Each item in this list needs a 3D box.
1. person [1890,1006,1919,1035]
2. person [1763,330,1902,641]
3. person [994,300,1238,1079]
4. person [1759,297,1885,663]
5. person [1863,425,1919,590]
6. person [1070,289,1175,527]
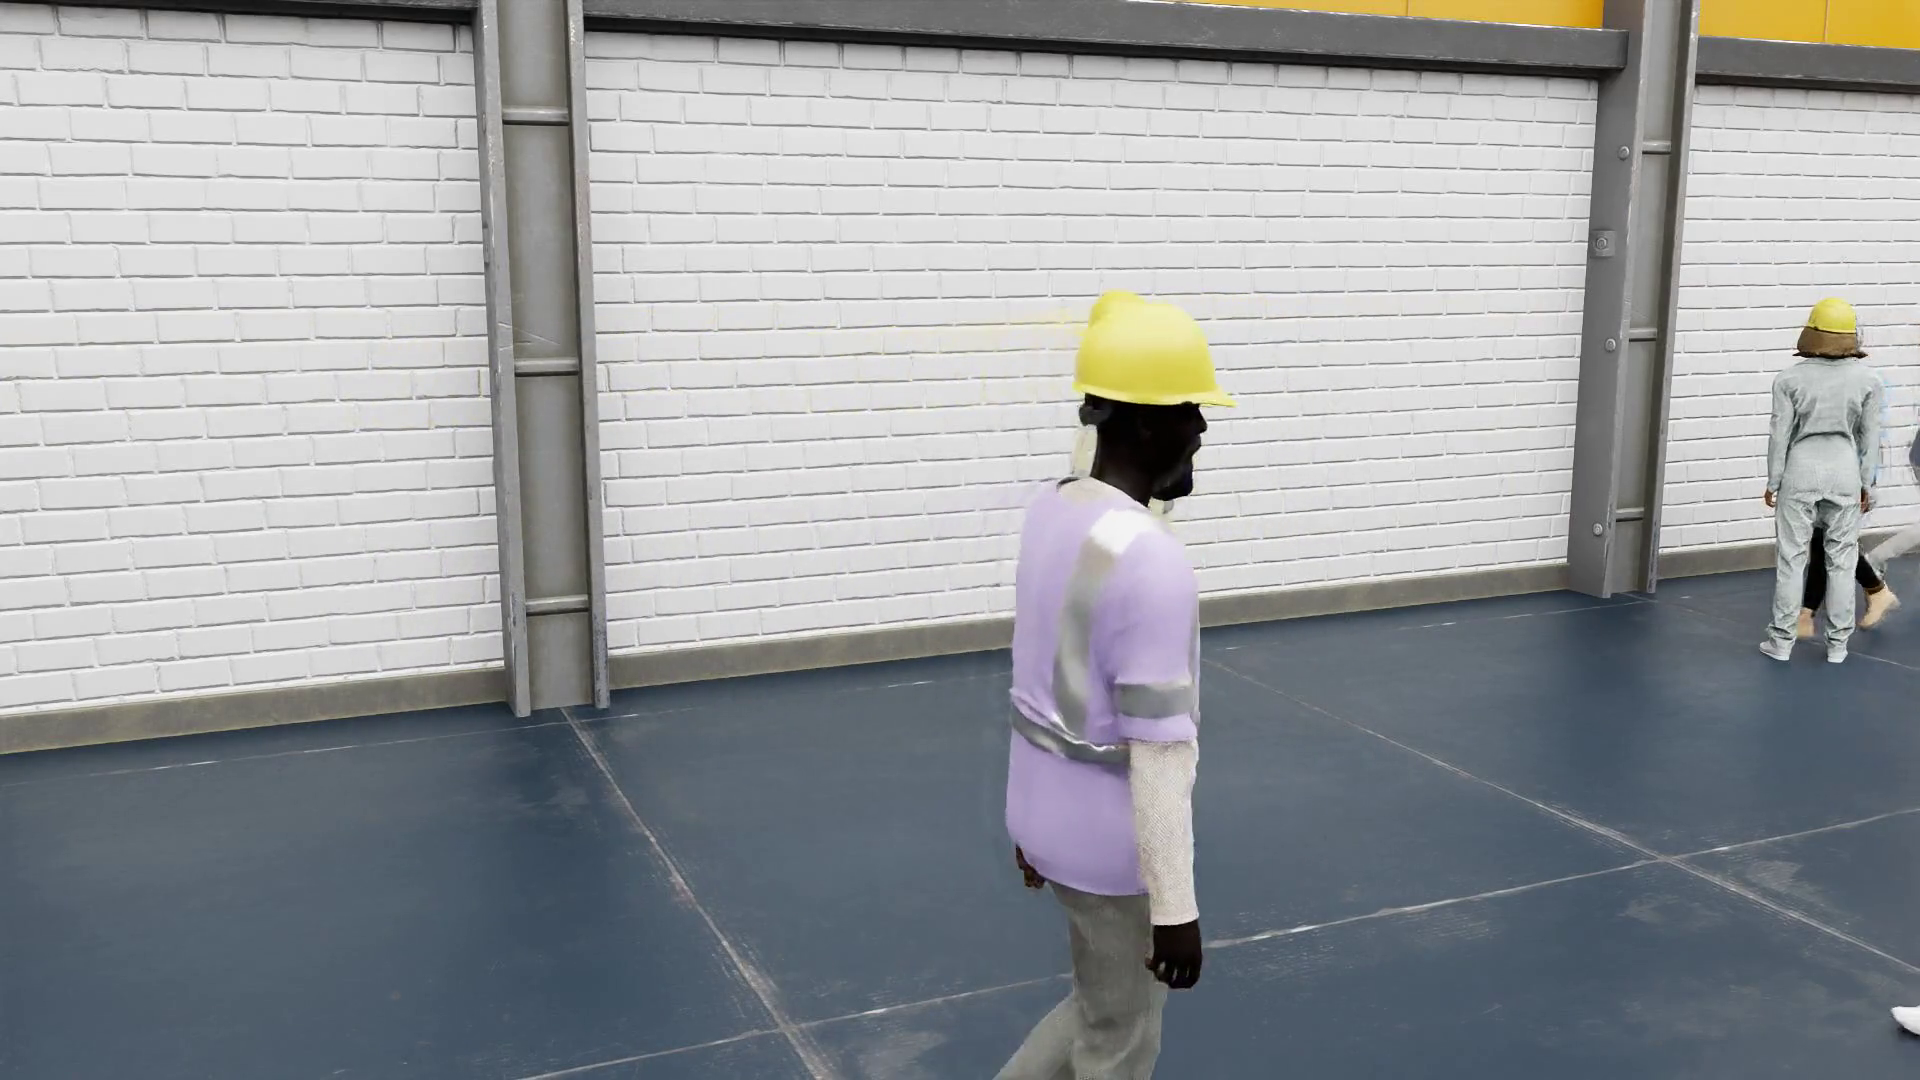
[{"bbox_3d":[2.886,0.429,3.913,0.975,1.811,0.480,2,10,9],"label":"person"},{"bbox_3d":[4.483,-0.317,8.399,0.758,1.659,0.539,-1,10,-6],"label":"person"},{"bbox_3d":[0.245,0.529,3.031,0.498,1.915,0.592,-2,11,-12],"label":"person"},{"bbox_3d":[4.106,-0.279,7.955,0.487,1.746,0.287,3,11,14],"label":"person"},{"bbox_3d":[5.278,-0.414,9.058,0.502,1.612,0.562,8,13,39],"label":"person"},{"bbox_3d":[0.628,-0.057,6.500,0.404,1.827,0.599,-2,10,-9],"label":"person"}]
